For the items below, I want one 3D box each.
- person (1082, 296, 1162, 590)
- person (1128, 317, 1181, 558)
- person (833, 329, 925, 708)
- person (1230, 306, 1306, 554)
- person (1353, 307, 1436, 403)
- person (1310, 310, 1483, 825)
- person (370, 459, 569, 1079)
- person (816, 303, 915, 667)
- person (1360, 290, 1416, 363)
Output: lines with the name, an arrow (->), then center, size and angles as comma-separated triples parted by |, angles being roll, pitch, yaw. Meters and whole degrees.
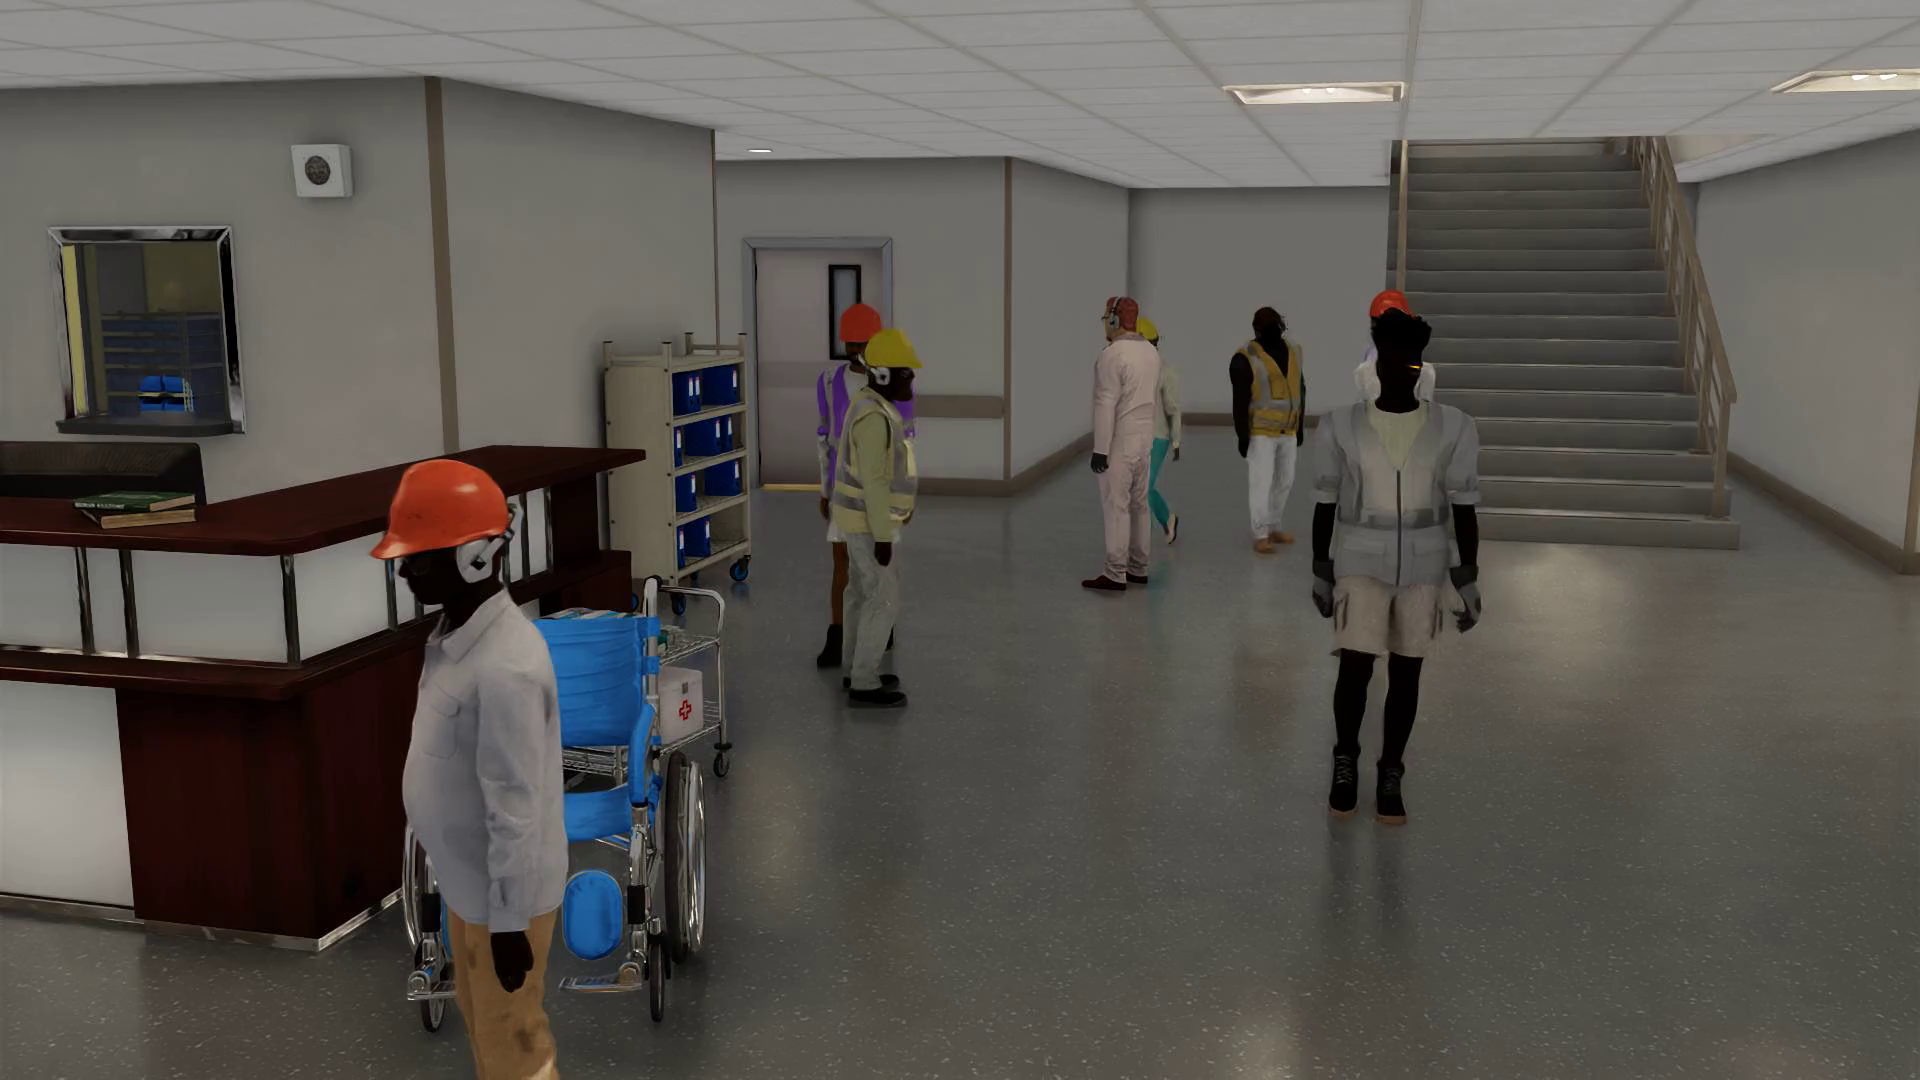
person -> 1.047, -0.628, 10.840 | 0.399, 1.901, 0.648 | 7, 12, 34
person -> 1.386, -0.754, 12.071 | 0.548, 1.732, 0.782 | 8, 12, 39
person -> -0.383, -0.101, 7.996 | 0.452, 1.814, 0.596 | 0, 10, -1
person -> 2.268, -0.803, 12.178 | 0.749, 1.805, 0.546 | -6, 11, -31
person -> 2.539, -0.446, 9.870 | 0.513, 1.863, 0.331 | 6, 11, 30
person -> 1.636, 0.122, 6.249 | 0.624, 1.948, 0.463 | 1, 10, 7
person -> -1.013, 0.694, 3.497 | 0.355, 1.743, 0.565 | -5, 11, -26
person -> -0.517, -0.297, 8.869 | 0.567, 1.923, 0.653 | 3, 10, 15
person -> 2.794, -0.672, 10.971 | 0.357, 1.938, 0.545 | 2, 10, 9
